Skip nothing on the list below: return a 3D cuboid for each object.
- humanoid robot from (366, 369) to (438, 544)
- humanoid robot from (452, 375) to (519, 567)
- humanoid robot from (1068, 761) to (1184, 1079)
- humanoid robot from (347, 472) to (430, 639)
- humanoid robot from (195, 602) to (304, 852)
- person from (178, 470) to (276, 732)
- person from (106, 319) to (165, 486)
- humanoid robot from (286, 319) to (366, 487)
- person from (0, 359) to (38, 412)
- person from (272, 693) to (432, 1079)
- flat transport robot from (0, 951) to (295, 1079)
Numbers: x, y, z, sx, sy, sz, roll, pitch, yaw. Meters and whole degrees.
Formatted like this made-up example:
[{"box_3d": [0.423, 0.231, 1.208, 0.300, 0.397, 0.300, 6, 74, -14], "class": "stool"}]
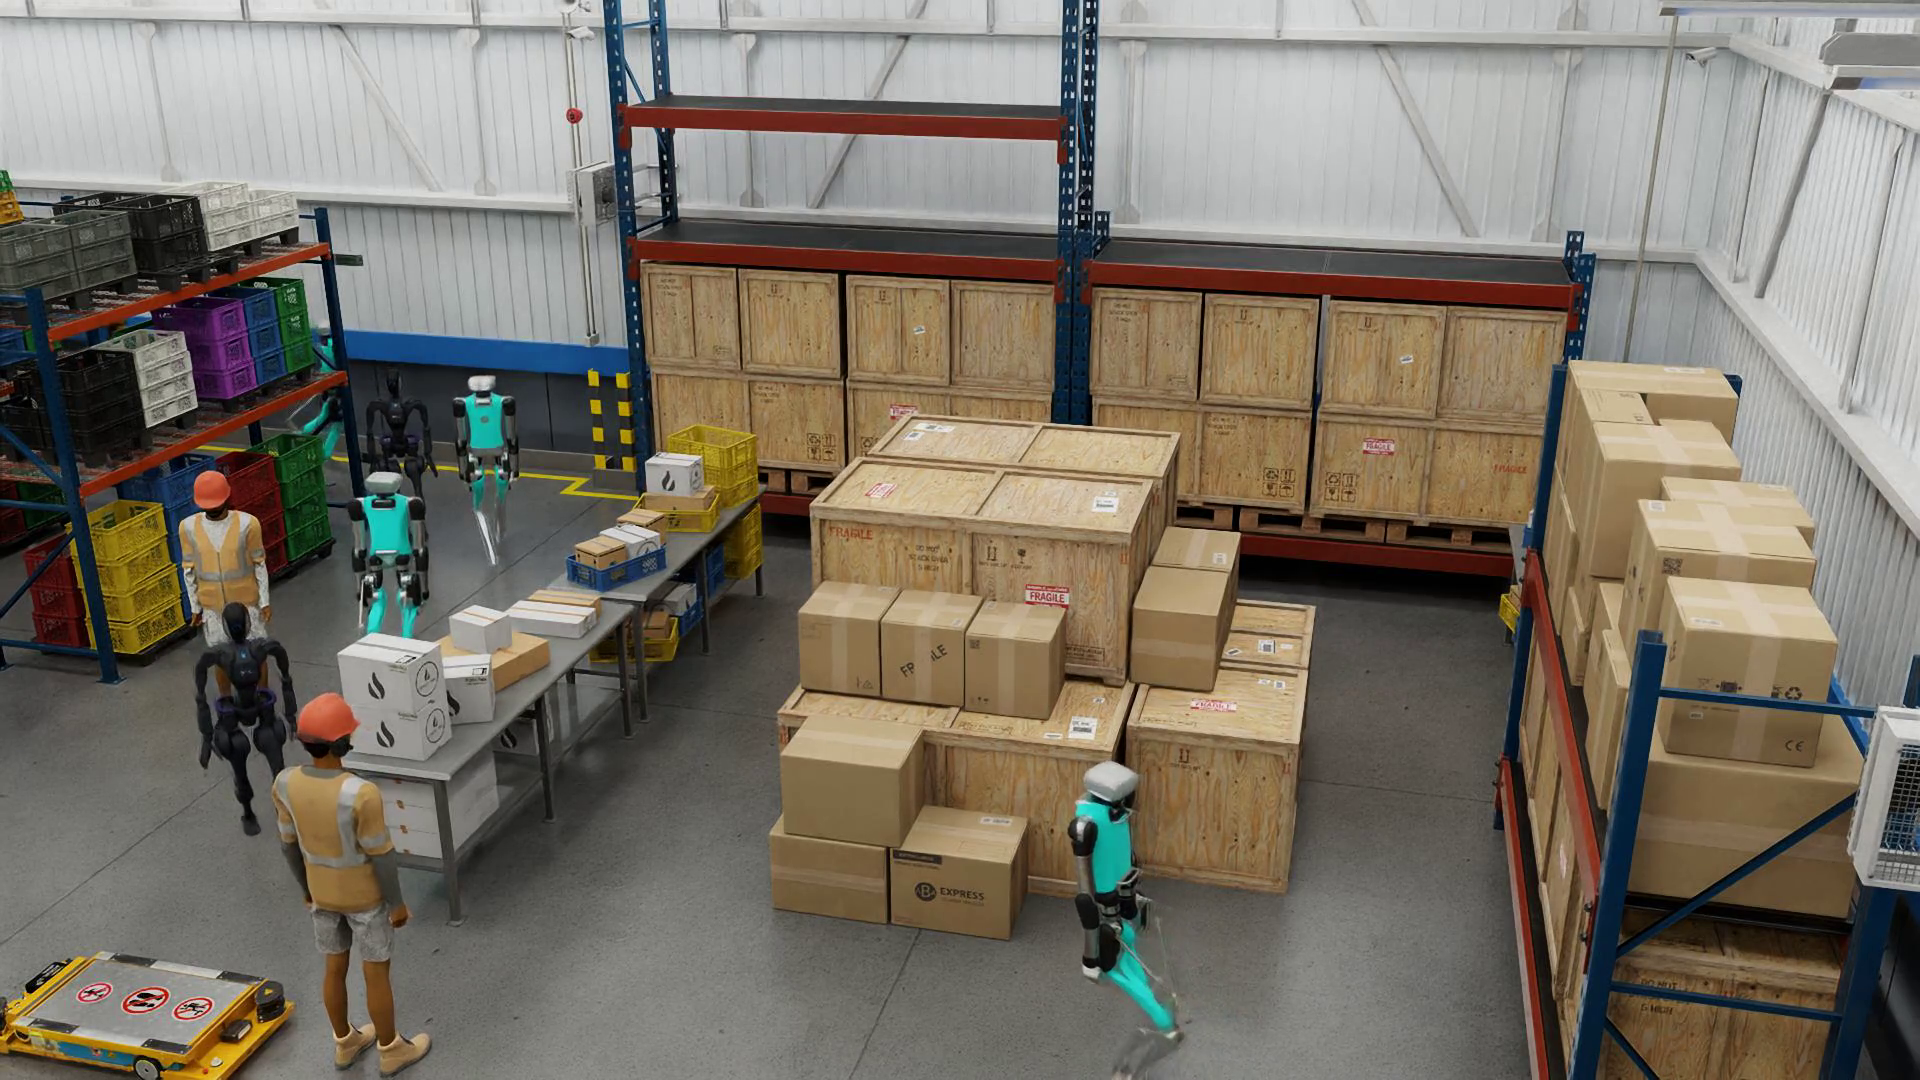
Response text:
[{"box_3d": [-5.038, -0.741, 15.002, 0.602, 1.646, 0.333, -6, 22, -16], "class": "humanoid robot"}, {"box_3d": [-4.169, -0.657, 14.786, 0.547, 1.824, 0.882, -5, 21, -13], "class": "humanoid robot"}, {"box_3d": [0.890, 1.960, 7.938, 0.745, 1.838, 0.539, 12, 24, 28], "class": "humanoid robot"}, {"box_3d": [-4.068, 0.432, 11.853, 0.539, 1.762, 0.910, -2, 21, -5], "class": "humanoid robot"}, {"box_3d": [-4.325, 1.145, 10.132, 0.608, 1.619, 0.783, -13, 25, -31], "class": "humanoid robot"}, {"box_3d": [-5.098, 0.425, 11.606, 0.542, 1.931, 0.368, -5, 22, -14], "class": "person"}, {"box_3d": [-8.169, -1.332, 16.391, 0.965, 1.806, 0.512, 8, 22, 20], "class": "person"}, {"box_3d": [-6.249, -1.264, 16.300, 0.927, 1.764, 0.545, -14, 25, -33], "class": "humanoid robot"}, {"box_3d": [-10.215, -1.919, 17.875, 0.564, 1.836, 0.386, -6, 22, -15], "class": "person"}, {"box_3d": [-2.978, 1.694, 8.131, 0.604, 2.044, 0.376, 7, 22, 17], "class": "person"}, {"box_3d": [-4.270, 2.464, 8.601, 1.431, 0.231, 0.659, 5, 22, 13], "class": "flat transport robot"}]
